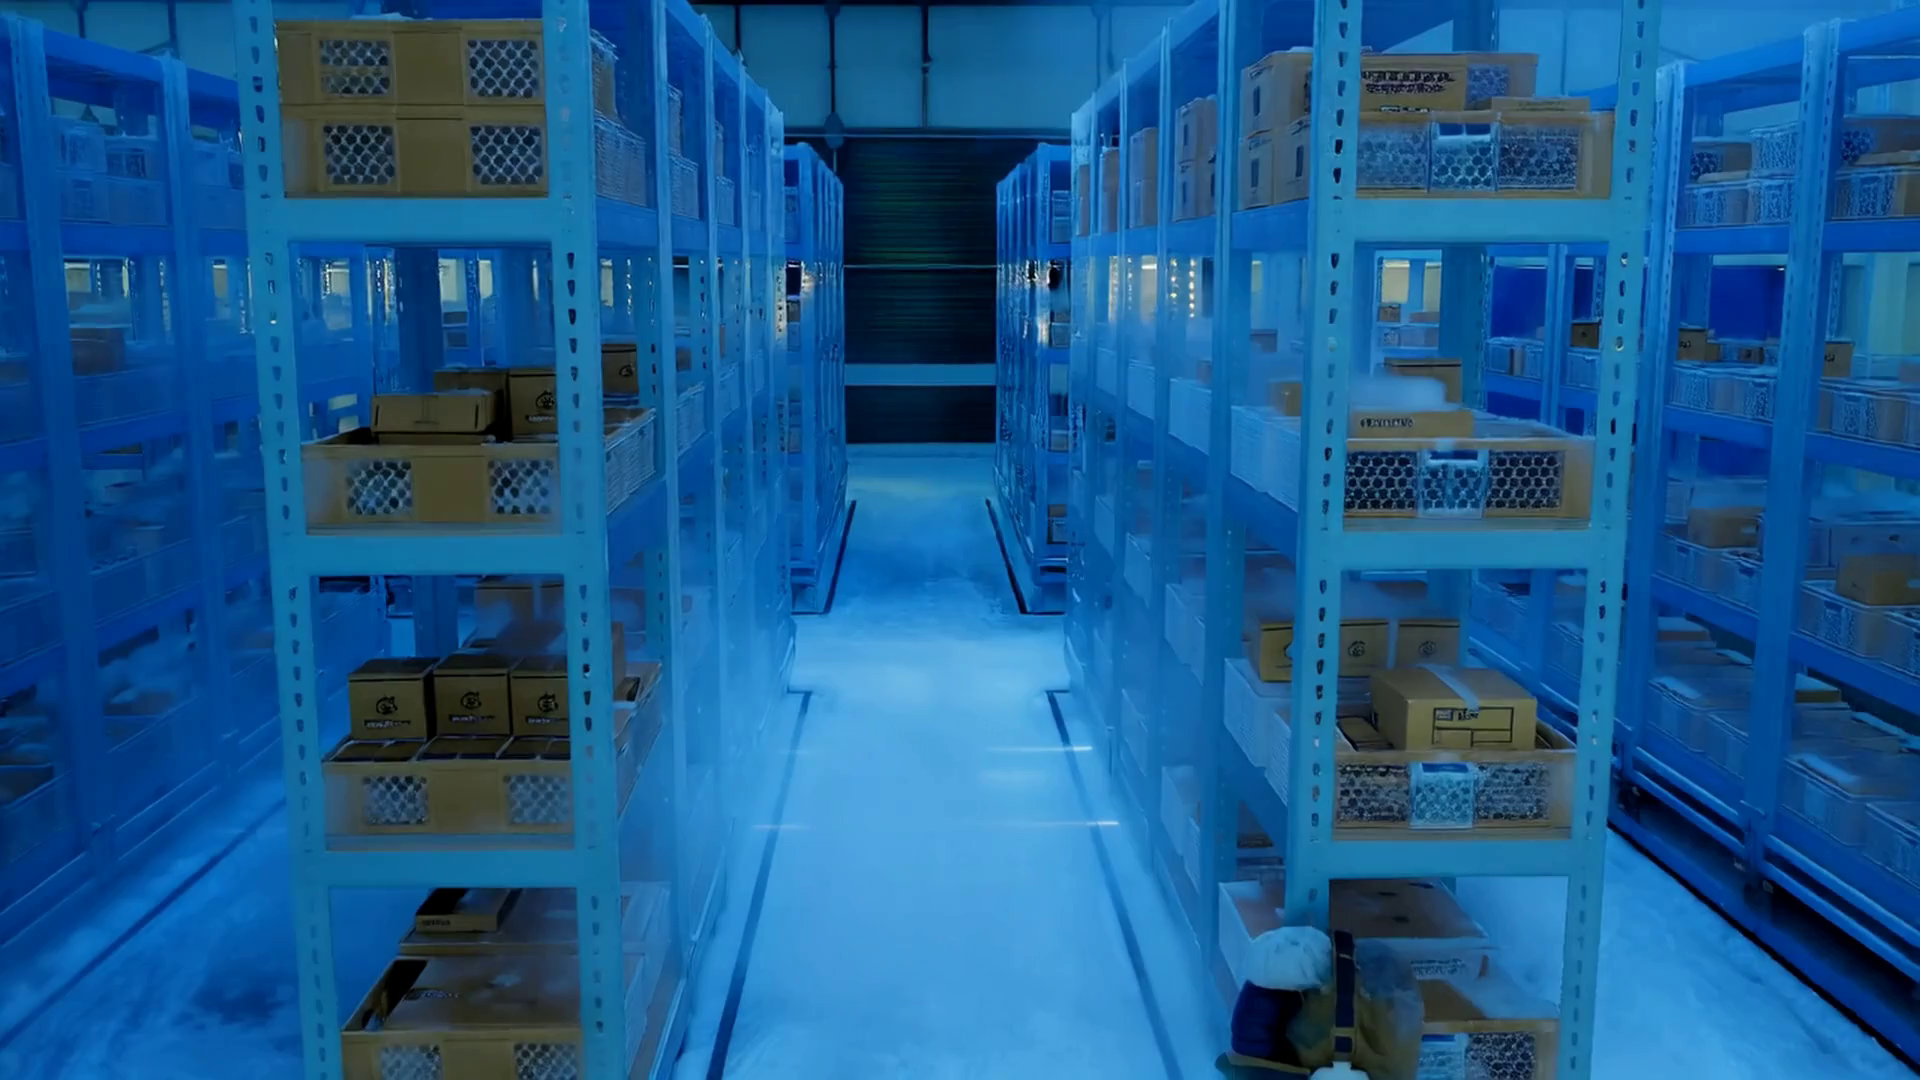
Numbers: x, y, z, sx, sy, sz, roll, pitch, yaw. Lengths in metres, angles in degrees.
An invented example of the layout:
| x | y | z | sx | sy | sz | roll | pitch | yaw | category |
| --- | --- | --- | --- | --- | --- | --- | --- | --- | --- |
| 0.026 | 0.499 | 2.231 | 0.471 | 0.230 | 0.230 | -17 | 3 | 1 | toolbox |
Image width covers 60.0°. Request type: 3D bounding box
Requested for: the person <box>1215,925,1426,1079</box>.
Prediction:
| x | y | z | sx | sy | sz | roll | pitch | yaw | category |
| --- | --- | --- | --- | --- | --- | --- | --- | --- | --- |
| 0.432 | 1.402 | 2.101 | 0.403 | 1.911 | 0.637 | 1 | 9 | 5 | person |
